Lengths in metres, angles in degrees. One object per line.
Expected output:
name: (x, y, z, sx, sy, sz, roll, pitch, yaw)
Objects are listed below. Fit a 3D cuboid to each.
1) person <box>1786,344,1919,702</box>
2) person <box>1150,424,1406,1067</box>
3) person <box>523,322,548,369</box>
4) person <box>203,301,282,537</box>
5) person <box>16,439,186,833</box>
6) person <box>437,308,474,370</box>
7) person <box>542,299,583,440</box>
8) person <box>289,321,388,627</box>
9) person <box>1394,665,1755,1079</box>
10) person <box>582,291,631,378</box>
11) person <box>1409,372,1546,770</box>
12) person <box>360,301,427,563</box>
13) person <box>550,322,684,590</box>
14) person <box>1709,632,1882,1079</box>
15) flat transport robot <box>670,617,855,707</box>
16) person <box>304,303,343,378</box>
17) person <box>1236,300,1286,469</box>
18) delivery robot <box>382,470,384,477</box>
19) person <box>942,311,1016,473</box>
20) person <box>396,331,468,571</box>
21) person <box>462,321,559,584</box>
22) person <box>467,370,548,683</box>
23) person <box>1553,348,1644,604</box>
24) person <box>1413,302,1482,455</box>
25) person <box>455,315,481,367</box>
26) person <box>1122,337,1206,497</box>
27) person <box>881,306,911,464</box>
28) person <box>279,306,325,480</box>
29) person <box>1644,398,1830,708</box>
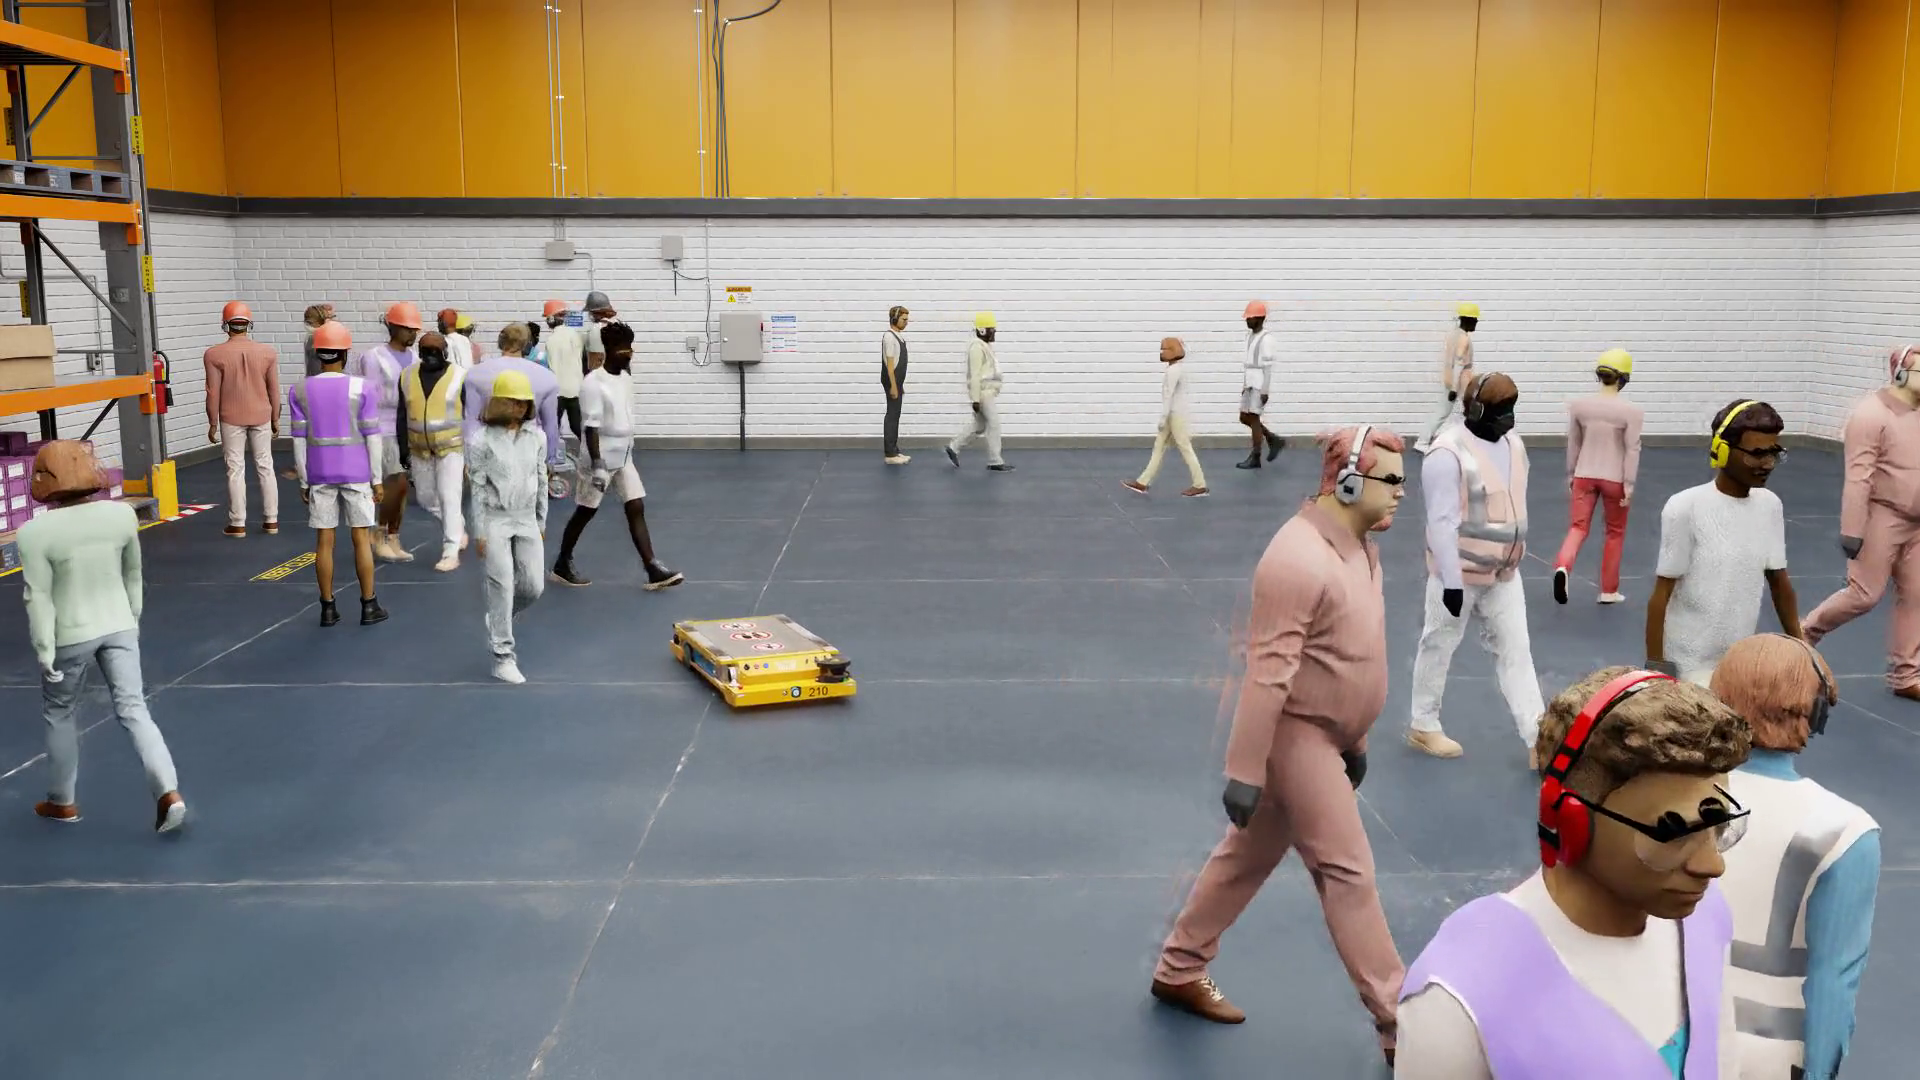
person: (4.885, -0.104, 8.839, 0.654, 1.888, 0.793, -4, 10, -23)
person: (1.014, 0.580, 4.795, 1.023, 1.836, 0.663, 4, 10, 23)
person: (-4.774, -1.569, 18.435, 0.543, 1.686, 0.569, 3, 10, 19)
person: (-6.078, -1.022, 14.120, 0.615, 1.994, 0.381, -8, 12, -41)
person: (-3.464, 0.389, 6.675, 0.810, 1.600, 0.504, 7, 11, 36)
person: (-5.369, -1.586, 18.082, 0.804, 1.850, 0.615, 2, 9, 12)
person: (-4.190, -1.614, 17.887, 0.905, 1.956, 0.643, 4, 10, 24)
person: (-3.932, -0.412, 10.551, 0.543, 1.939, 0.356, -1, 9, -7)
person: (0.776, 1.038, 2.036, 0.553, 1.820, 0.594, 9, 13, 42)
person: (-3.949, -1.792, 18.701, 0.590, 2.000, 0.836, 3, 10, 15)
person: (2.397, 0.157, 7.473, 0.657, 1.797, 0.919, -6, 11, -32)
person: (-4.306, -0.817, 12.790, 0.469, 2.017, 0.637, 4, 10, 25)
person: (-2.480, -0.582, 11.733, 1.055, 1.911, 0.620, 4, 10, 23)
person: (1.441, 0.965, 3.194, 0.888, 1.591, 0.521, -8, 13, -42)
flat transport robot: (-1.123, 0.638, 9.210, 0.652, 0.197, 1.431, -4, 10, -23)
person: (-7.082, -1.682, 18.502, 0.432, 1.885, 0.675, -2, 9, -12)
person: (3.426, -1.762, 18.887, 0.568, 1.918, 0.566, -2, 10, -14)
delivery robot: (-5.920, -0.846, 17.156, 0.707, 0.478, 0.477, -9, 13, -43)
person: (0.201, -1.646, 18.523, 0.792, 1.805, 0.598, 1, 9, 7)
person: (-3.943, -0.699, 12.724, 0.666, 1.811, 0.695, 1, 9, 7)
person: (-3.142, -0.574, 11.647, 0.654, 1.905, 0.789, -3, 10, -17)
person: (-2.529, -0.088, 9.240, 0.482, 1.729, 0.569, -8, 13, -42)
person: (4.246, -0.404, 11.080, 0.519, 1.748, 0.700, 9, 13, 43)
person: (5.943, -1.904, 19.896, 0.993, 1.879, 0.590, 0, 9, 2)
person: (-5.567, -1.657, 18.762, 0.375, 1.755, 0.526, 2, 10, 14)
person: (2.066, -1.222, 16.556, 0.872, 1.581, 0.519, 2, 9, 11)
person: (-0.745, -1.804, 19.383, 0.345, 1.842, 0.504, 1, 9, 6)
person: (-6.901, -1.609, 18.090, 1.016, 1.877, 0.665, -6, 11, -34)
person: (2.595, 0.450, 5.572, 0.548, 1.838, 0.700, -6, 11, -32)
